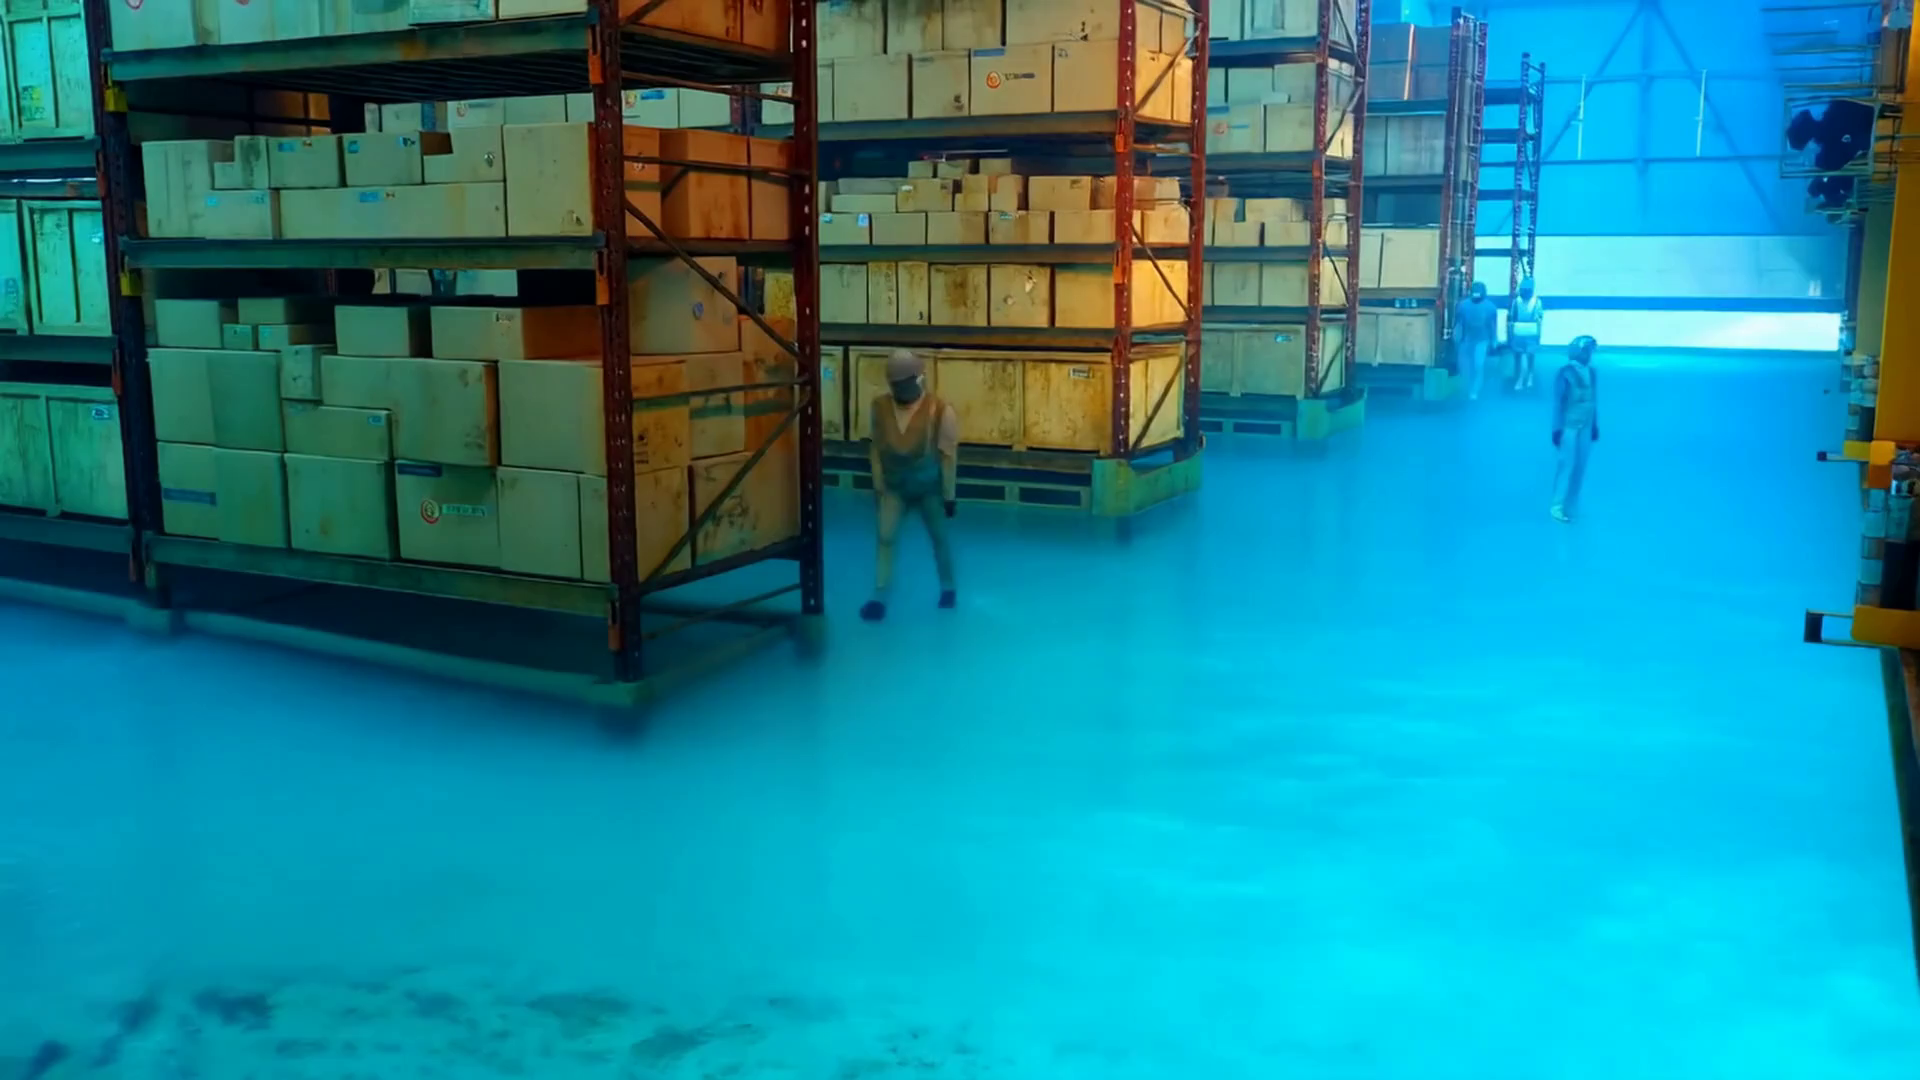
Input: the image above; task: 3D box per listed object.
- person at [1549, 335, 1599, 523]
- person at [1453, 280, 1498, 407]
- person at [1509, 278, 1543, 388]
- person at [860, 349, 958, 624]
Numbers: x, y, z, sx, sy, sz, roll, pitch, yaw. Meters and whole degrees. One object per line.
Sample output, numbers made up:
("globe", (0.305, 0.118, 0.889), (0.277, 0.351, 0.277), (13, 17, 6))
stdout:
("person", (5.390, -0.980, 14.578), (0.527, 1.631, 0.337), (-7, 12, -37))
("person", (7.771, -2.960, 25.168), (0.656, 1.915, 0.583), (6, 11, 30))
("person", (9.854, -3.610, 28.962), (0.549, 1.914, 0.736), (5, 11, 25))
("person", (-0.304, -0.351, 10.626), (0.605, 1.727, 1.066), (4, 10, 20))
